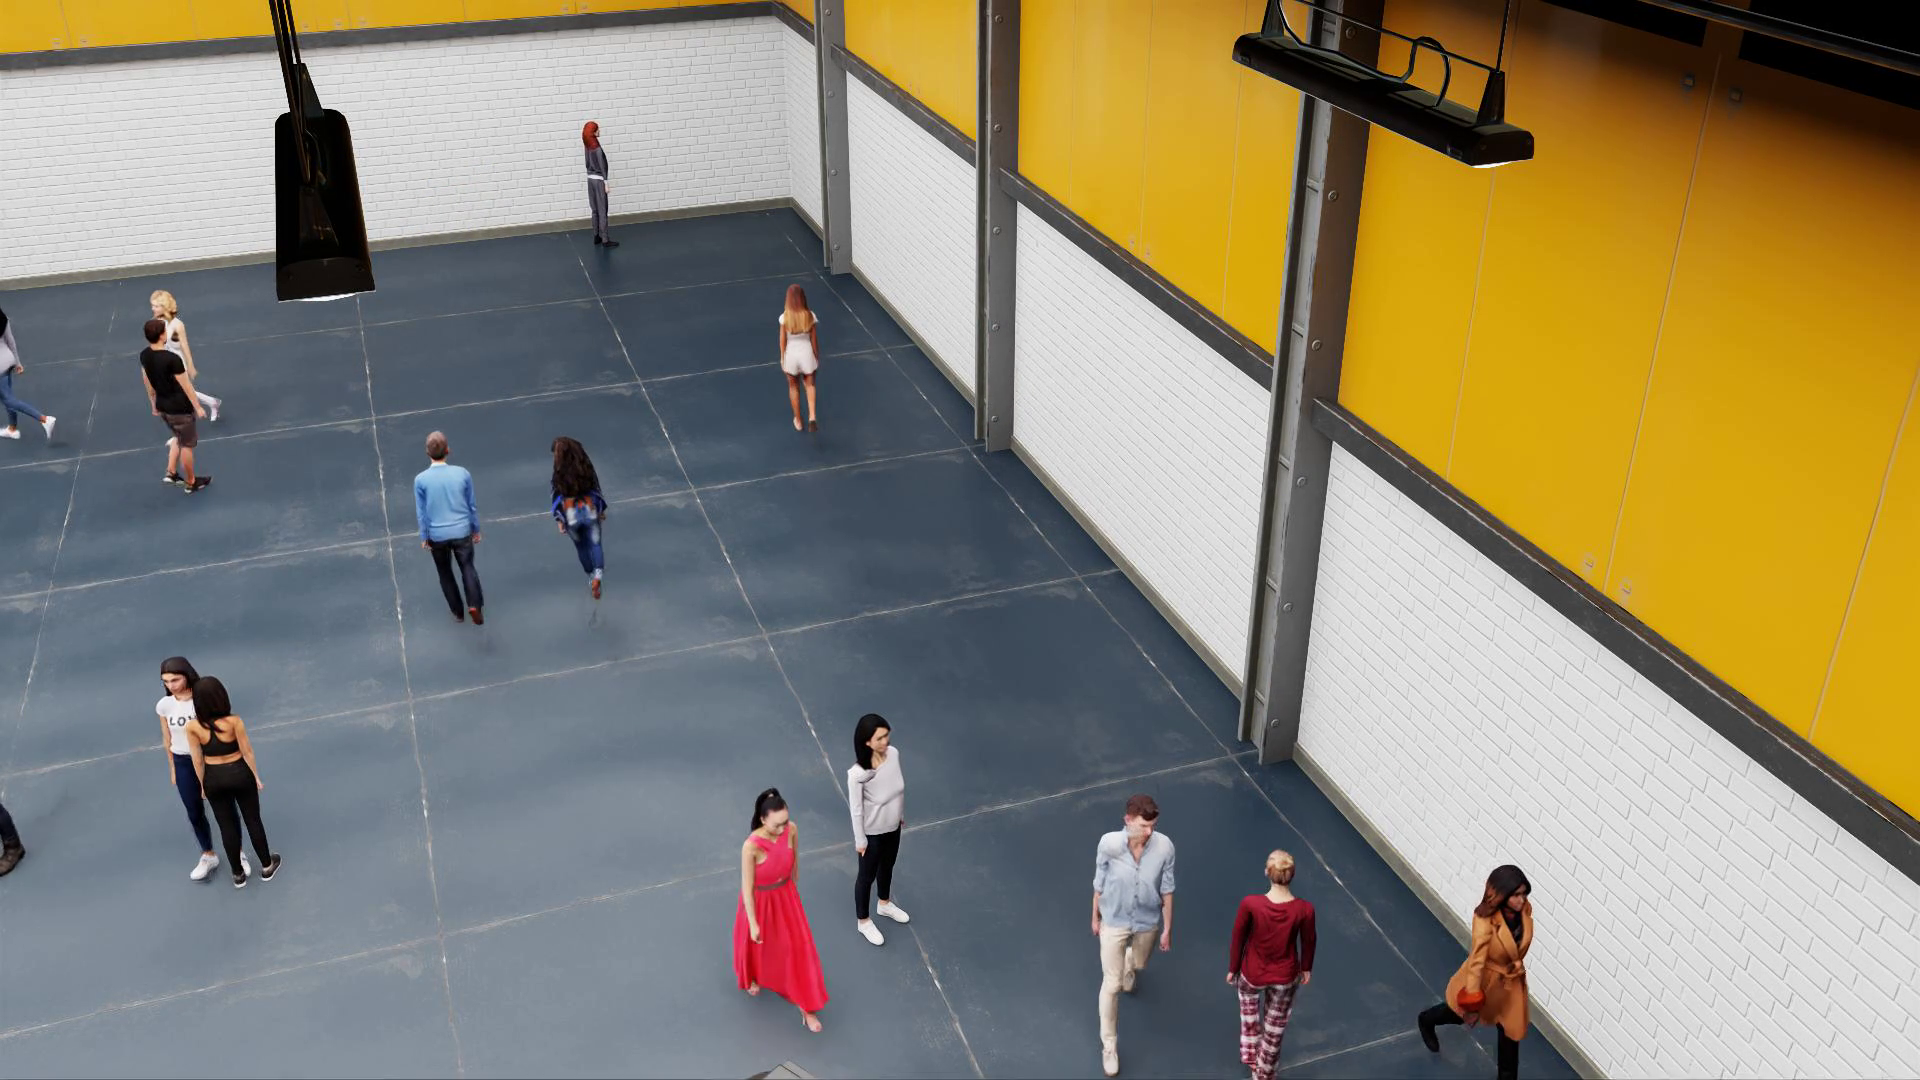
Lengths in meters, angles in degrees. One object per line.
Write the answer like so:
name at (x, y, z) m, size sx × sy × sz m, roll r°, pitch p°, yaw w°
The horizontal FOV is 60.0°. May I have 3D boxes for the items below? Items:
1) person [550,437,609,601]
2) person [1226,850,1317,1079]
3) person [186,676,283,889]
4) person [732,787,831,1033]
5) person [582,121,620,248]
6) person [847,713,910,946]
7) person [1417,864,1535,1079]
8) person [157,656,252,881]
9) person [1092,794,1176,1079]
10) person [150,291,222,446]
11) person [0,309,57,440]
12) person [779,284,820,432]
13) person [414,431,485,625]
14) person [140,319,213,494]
person at (-3.346, -0.152, 14.754) m, size 0.640 × 1.603 × 0.864 m, roll -7°, pitch 29°, yaw -13°
person at (1.804, 2.554, 9.699) m, size 0.776 × 1.693 × 0.801 m, roll 4°, pitch 29°, yaw 8°
person at (-5.014, 1.654, 11.401) m, size 0.564 × 1.643 × 0.511 m, roll -8°, pitch 30°, yaw -14°
person at (-1.227, 2.216, 10.324) m, size 0.803 × 1.688 × 1.127 m, roll -17°, pitch 33°, yaw -29°
person at (-5.123, -5.041, 23.532) m, size 0.711 × 1.779 × 0.561 m, roll -24°, pitch 36°, yaw -36°
person at (-0.548, 1.869, 10.947) m, size 0.738 × 1.701 × 0.712 m, roll 20°, pitch 34°, yaw 31°
person at (3.008, 2.569, 9.692) m, size 0.716 × 1.674 × 1.197 m, roll -11°, pitch 31°, yaw -20°
person at (-5.211, 1.547, 11.463) m, size 0.668 × 1.772 × 0.567 m, roll -9°, pitch 30°, yaw -15°
person at (1.051, 2.253, 10.124) m, size 0.909 × 1.816 × 1.241 m, roll 1°, pitch 29°, yaw 2°
person at (-8.386, -1.907, 17.927) m, size 1.037 × 1.645 × 1.050 m, roll 15°, pitch 32°, yaw 26°
person at (-10.124, -1.827, 17.706) m, size 0.983 × 1.717 × 1.070 m, roll 4°, pitch 29°, yaw 8°
person at (-1.719, -1.911, 17.894) m, size 0.613 × 1.683 × 0.864 m, roll -7°, pitch 29°, yaw -13°
person at (-4.390, -0.045, 14.352) m, size 0.707 × 1.800 × 0.921 m, roll -13°, pitch 31°, yaw -23°
person at (-7.910, -1.299, 16.599) m, size 0.841 × 1.849 × 0.905 m, roll 14°, pitch 32°, yaw 24°
